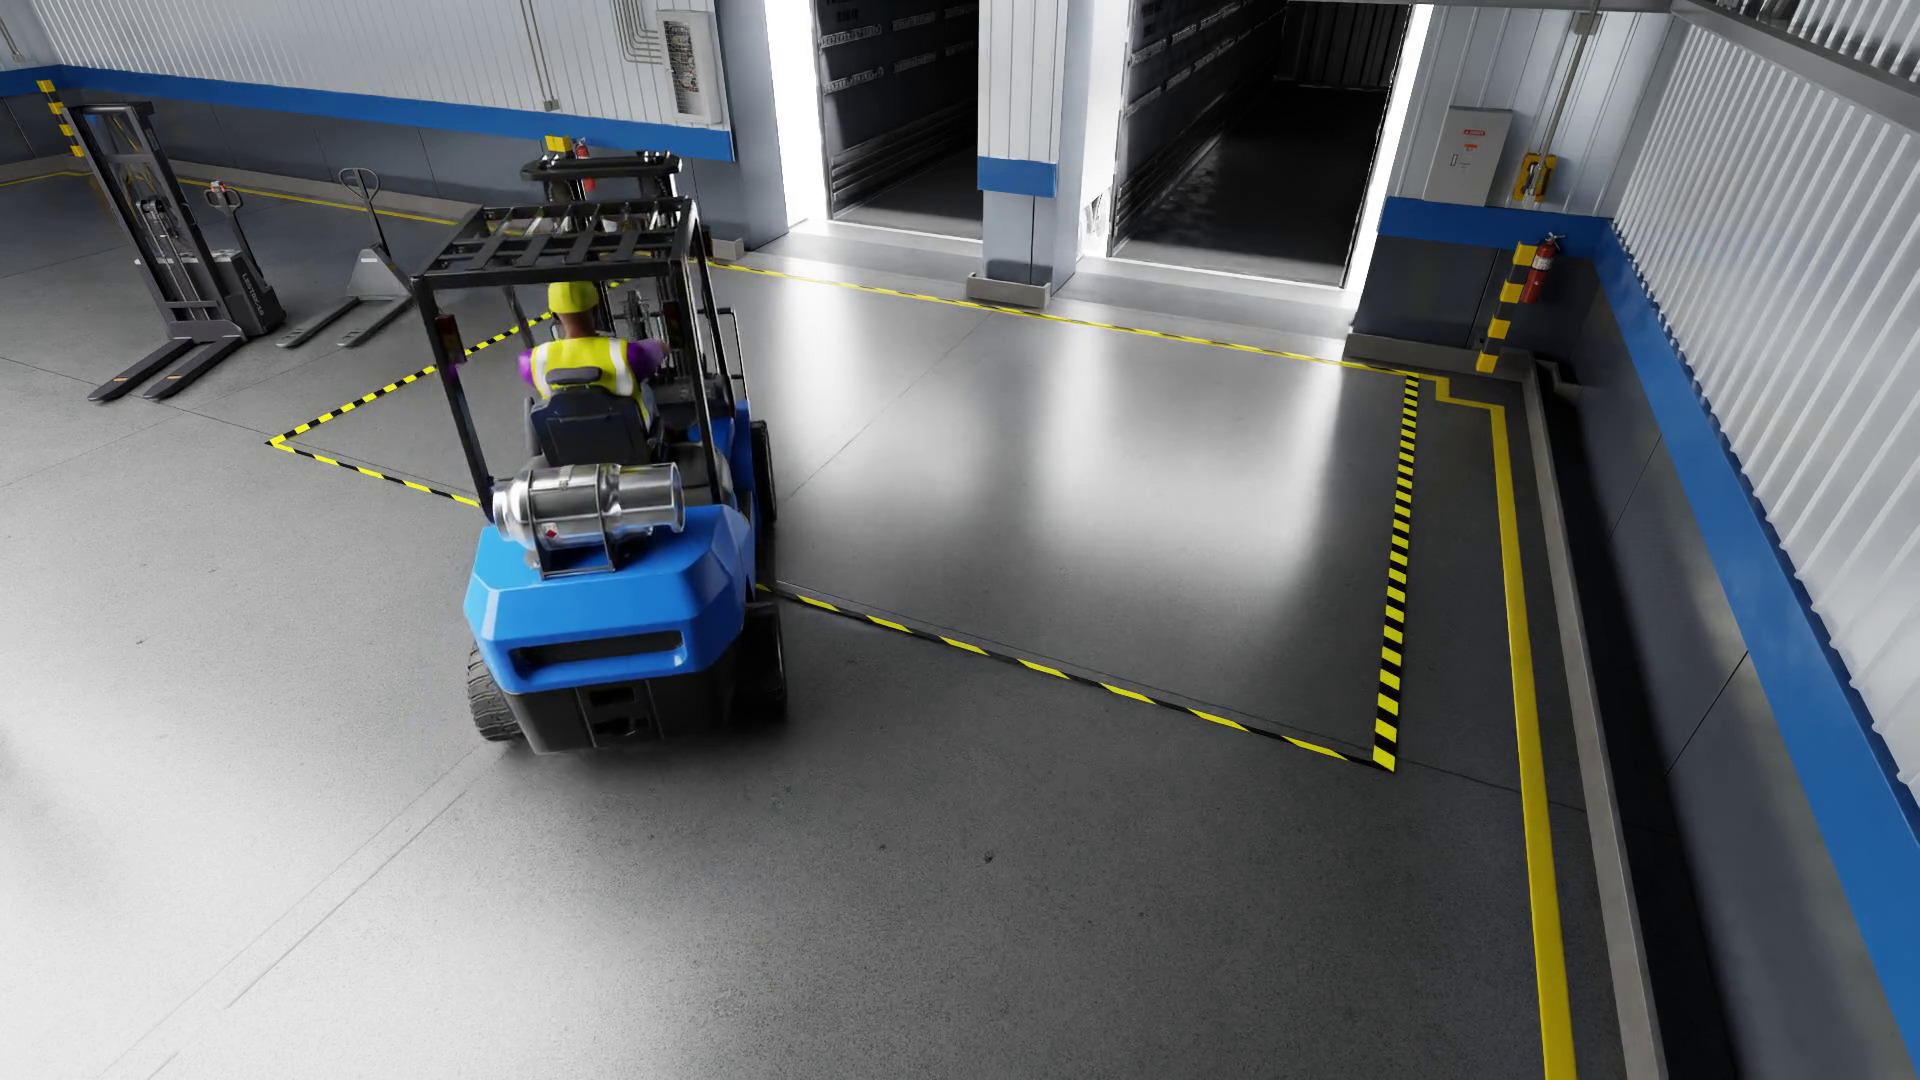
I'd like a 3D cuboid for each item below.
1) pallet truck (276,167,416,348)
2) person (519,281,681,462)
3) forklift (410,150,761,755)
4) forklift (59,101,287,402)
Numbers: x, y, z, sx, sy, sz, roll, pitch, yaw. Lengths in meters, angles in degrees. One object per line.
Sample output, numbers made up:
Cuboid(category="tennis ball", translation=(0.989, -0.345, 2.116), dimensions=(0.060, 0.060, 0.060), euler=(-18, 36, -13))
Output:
Cuboid(category="pallet truck", translation=(-5.732, -2.611, 8.414), dimensions=(0.680, 1.201, 1.601), euler=(-1, 35, -1))
Cuboid(category="person", translation=(-1.701, -0.789, 4.512), dimensions=(0.635, 1.293, 1.004), euler=(-6, 35, -8))
Cuboid(category="forklift", translation=(-1.698, -0.601, 4.570), dimensions=(1.157, 2.036, 2.680), euler=(-6, 35, -8))
Cuboid(category="forklift", translation=(-6.686, -2.387, 7.434), dimensions=(0.823, 1.965, 1.885), euler=(-3, 35, -5))
